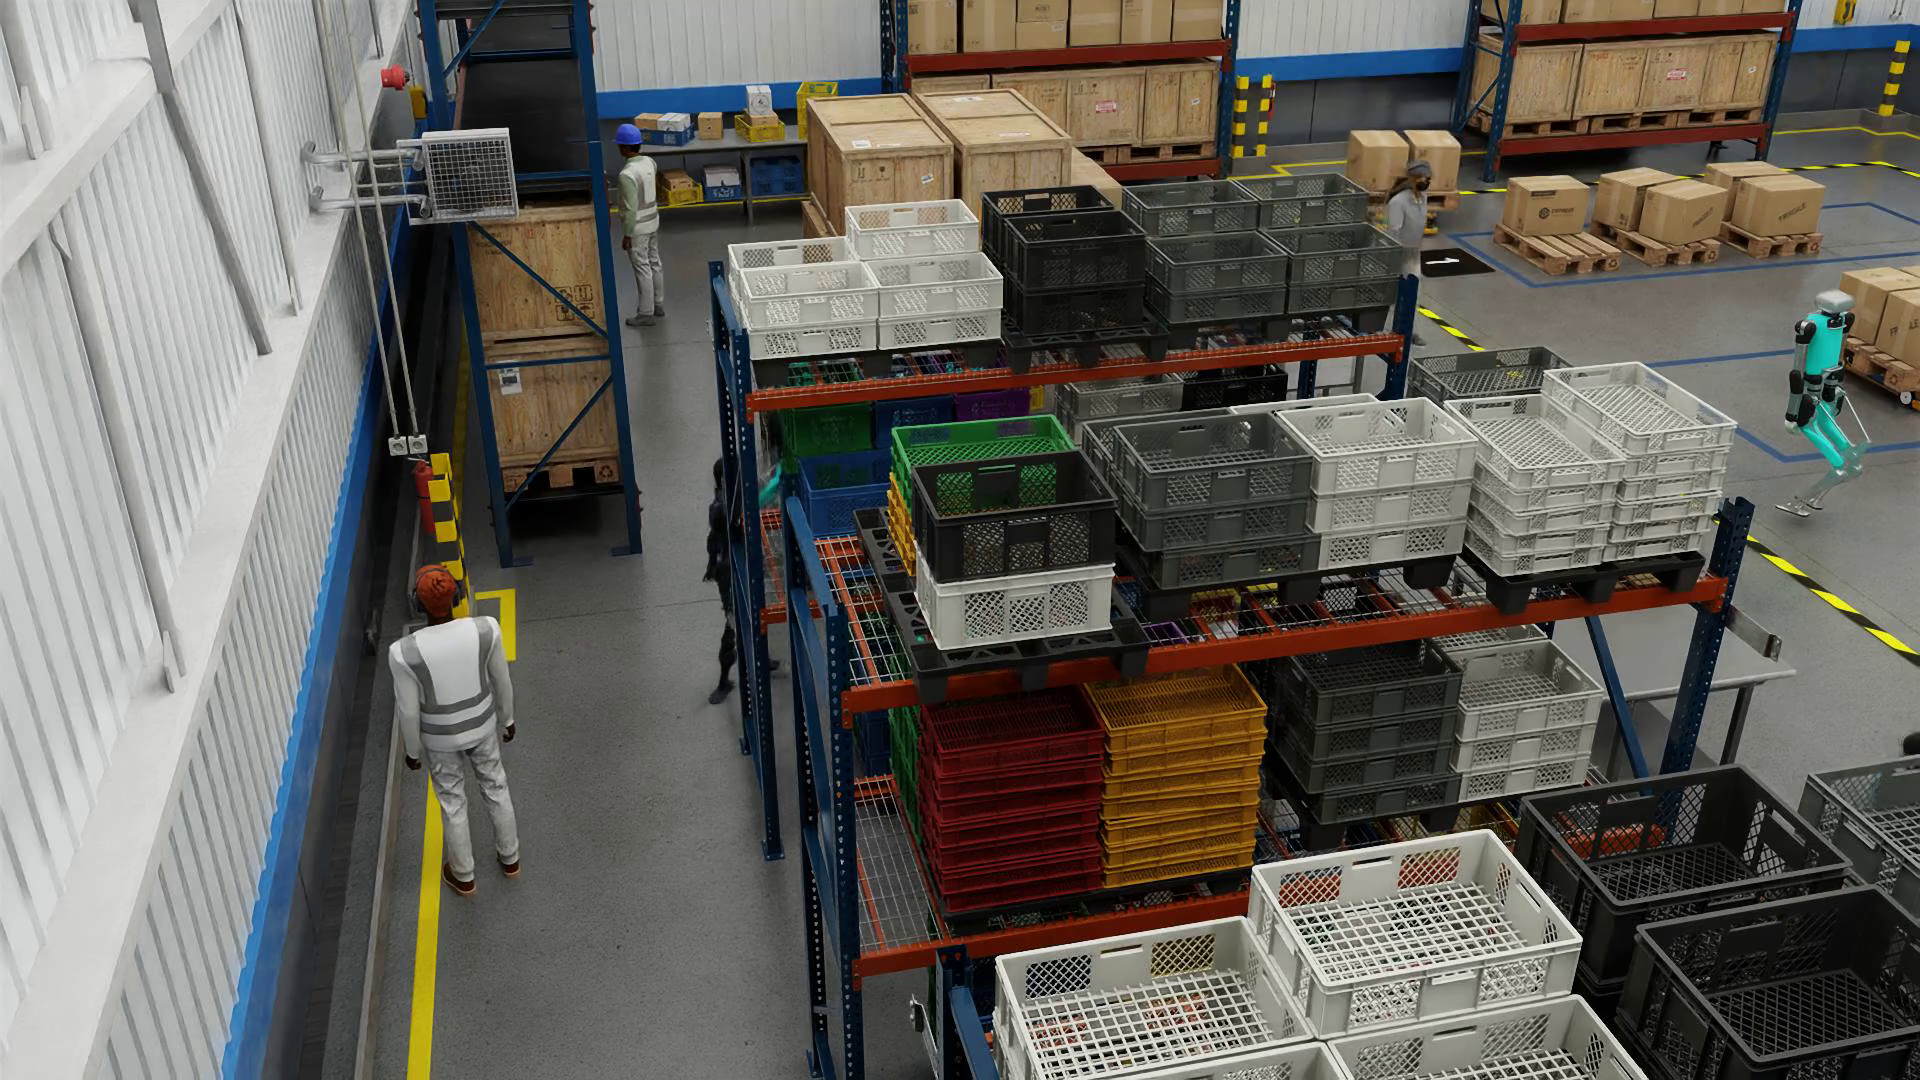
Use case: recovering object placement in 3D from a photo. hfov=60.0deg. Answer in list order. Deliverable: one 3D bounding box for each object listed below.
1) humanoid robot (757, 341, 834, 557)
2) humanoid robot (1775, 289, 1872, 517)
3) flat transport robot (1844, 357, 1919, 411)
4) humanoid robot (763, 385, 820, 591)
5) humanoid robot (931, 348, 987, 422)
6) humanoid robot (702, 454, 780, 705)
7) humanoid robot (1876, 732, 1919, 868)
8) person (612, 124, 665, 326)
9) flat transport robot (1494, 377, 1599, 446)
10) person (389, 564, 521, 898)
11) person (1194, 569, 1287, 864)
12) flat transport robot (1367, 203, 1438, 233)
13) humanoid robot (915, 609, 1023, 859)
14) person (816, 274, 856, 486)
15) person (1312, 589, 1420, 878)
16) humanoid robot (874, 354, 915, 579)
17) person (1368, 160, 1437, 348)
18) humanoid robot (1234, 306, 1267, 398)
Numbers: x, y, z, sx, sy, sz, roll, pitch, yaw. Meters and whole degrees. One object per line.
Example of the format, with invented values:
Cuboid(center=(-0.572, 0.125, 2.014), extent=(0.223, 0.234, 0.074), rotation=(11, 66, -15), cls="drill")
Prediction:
Cuboid(center=(-1.257, -0.596, 11.616), extent=(0.940, 1.745, 0.535), rotation=(-24, 36, -38), cls="humanoid robot")
Cuboid(center=(6.374, -0.940, 12.106), extent=(0.533, 1.681, 0.735), rotation=(-14, 31, -25), cls="humanoid robot")
Cuboid(center=(8.473, -1.467, 14.800), extent=(0.652, 0.197, 1.431), rotation=(-6, 28, -12), cls="flat transport robot")
Cuboid(center=(-1.086, -0.422, 11.351), extent=(0.450, 1.634, 0.605), rotation=(-9, 29, -16), cls="humanoid robot")
Cuboid(center=(0.115, -0.570, 11.448), extent=(0.530, 1.687, 0.748), rotation=(-12, 30, -21), cls="humanoid robot")
Cuboid(center=(-1.370, 0.204, 10.176), extent=(0.525, 1.640, 0.593), rotation=(-15, 31, -26), cls="humanoid robot")
Cuboid(center=(4.251, 1.564, 7.571), extent=(0.351, 1.651, 0.599), rotation=(20, 34, 33), cls="humanoid robot")
Cuboid(center=(-3.081, -3.021, 15.978), extent=(0.383, 1.948, 0.600), rotation=(6, 28, 12), cls="person")
Cuboid(center=(4.780, -1.036, 14.013), extent=(0.659, 0.231, 1.431), rotation=(-6, 28, -12), cls="flat transport robot")
Cuboid(center=(-2.549, 0.973, 8.467), extent=(0.583, 1.882, 0.343), rotation=(-18, 33, -30), cls="person")
Cuboid(center=(1.486, 0.927, 8.604), extent=(0.587, 1.837, 0.404), rotation=(3, 28, 5), cls="person")
Cuboid(center=(5.044, -3.862, 19.343), extent=(0.652, 0.197, 1.431), rotation=(-1, 28, -2), cls="flat transport robot")
Cuboid(center=(0.101, 1.054, 8.572), extent=(0.778, 1.892, 0.554), rotation=(-10, 29, -18), cls="humanoid robot")
Cuboid(center=(-0.938, -0.938, 11.927), extent=(0.615, 2.039, 0.383), rotation=(21, 34, 34), cls="person")
Cuboid(center=(2.046, 1.076, 8.333), extent=(0.617, 1.836, 0.431), rotation=(-2, 28, -5), cls="person")
Cuboid(center=(-0.298, -0.347, 11.136), extent=(0.768, 1.769, 0.541), rotation=(19, 33, 32), cls="humanoid robot")
Cuboid(center=(4.101, -2.734, 15.669), extent=(0.601, 1.712, 0.883), rotation=(-19, 33, -32), cls="person")
Cuboid(center=(2.253, -1.363, 13.163), extent=(0.728, 1.632, 0.608), rotation=(1, 28, 2), cls="humanoid robot")
